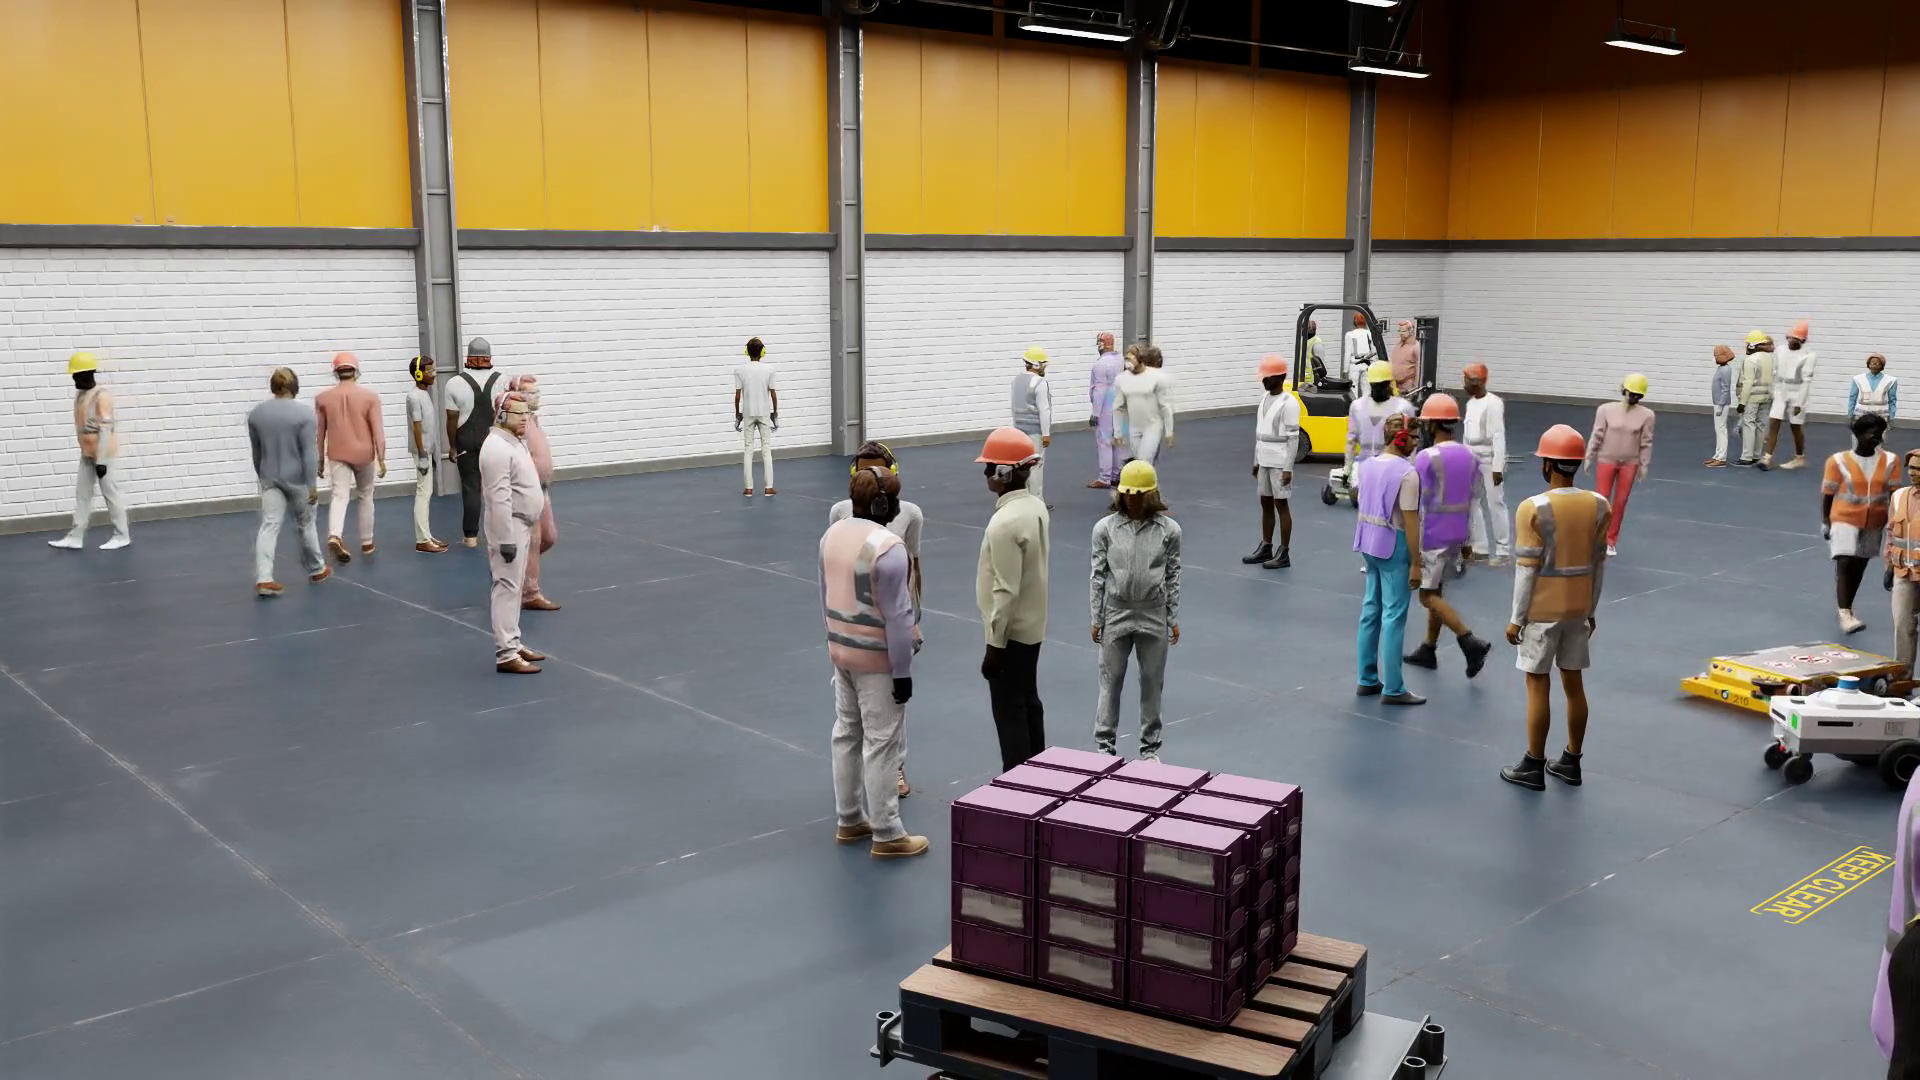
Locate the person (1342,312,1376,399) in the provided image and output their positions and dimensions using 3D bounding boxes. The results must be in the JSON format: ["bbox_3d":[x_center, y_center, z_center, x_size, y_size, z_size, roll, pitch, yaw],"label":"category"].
[{"bbox_3d":[6.659,-2.858,27.774,0.585,1.882,0.337,-3,10,-17],"label":"person"}]

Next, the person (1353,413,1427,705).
[{"bbox_3d":[2.698,0.118,10.489,0.388,1.837,0.563,-4,10,-21],"label":"person"}]

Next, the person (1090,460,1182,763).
[{"bbox_3d":[0.946,0.430,8.950,0.492,1.737,0.324,0,10,0],"label":"person"}]

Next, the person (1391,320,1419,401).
[{"bbox_3d":[6.387,-2.206,23.910,0.409,1.904,0.640,-4,11,-24],"label":"person"}]

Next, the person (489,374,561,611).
[{"bbox_3d":[-3.473,-0.369,13.179,0.515,1.890,0.650,0,10,3],"label":"person"}]

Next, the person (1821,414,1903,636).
[{"bbox_3d":[6.734,-0.112,12.401,0.529,1.644,0.867,1,10,6],"label":"person"}]

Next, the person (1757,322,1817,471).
[{"bbox_3d":[10.751,-1.854,21.647,1.007,1.967,0.690,-5,11,-29],"label":"person"}]

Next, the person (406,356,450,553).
[{"bbox_3d":[-5.090,-0.817,15.866,0.329,1.872,0.508,-2,10,-11],"label":"person"}]

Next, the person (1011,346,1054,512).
[{"bbox_3d":[0.815,-1.225,18.370,0.404,1.828,0.600,-6,12,-33],"label":"person"}]

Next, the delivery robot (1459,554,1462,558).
[{"bbox_3d":[4.081,0.001,14.650,0.707,0.478,0.477,0,10,0],"label":"delivery robot"}]

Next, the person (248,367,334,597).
[{"bbox_3d":[-5.646,-0.492,13.924,0.646,1.892,1.013,1,10,7],"label":"person"}]

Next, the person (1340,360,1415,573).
[{"bbox_3d":[3.715,-0.646,14.764,0.603,1.908,0.460,8,12,38],"label":"person"}]

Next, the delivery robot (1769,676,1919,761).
[{"bbox_3d":[4.761,0.975,8.947,0.707,0.478,0.477,1,10,4],"label":"delivery robot"}]

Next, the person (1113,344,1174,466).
[{"bbox_3d":[1.908,-1.128,17.629,0.648,1.893,0.732,8,13,41],"label":"person"}]

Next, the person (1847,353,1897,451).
[{"bbox_3d":[11.128,-1.461,20.320,0.523,1.636,0.311,5,11,29],"label":"person"}]

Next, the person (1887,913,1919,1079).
[{"bbox_3d":[2.131,1.351,3.259,0.621,1.845,0.429,0,10,2],"label":"person"}]

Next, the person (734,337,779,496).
[{"bbox_3d":[-2.390,-1.444,19.538,0.532,1.871,0.321,-1,10,-4],"label":"person"}]

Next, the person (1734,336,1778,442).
[{"bbox_3d":[12.110,-2.276,25.151,0.643,1.619,0.517,-3,10,-19],"label":"person"}]

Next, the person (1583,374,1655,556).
[{"bbox_3d":[6.167,-0.701,15.575,0.588,1.729,0.414,2,10,12],"label":"person"}]

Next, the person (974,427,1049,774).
[{"bbox_3d":[0.243,0.443,8.130,0.389,1.991,0.622,3,10,18],"label":"person"}]

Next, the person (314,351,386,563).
[{"bbox_3d":[-5.669,-0.770,15.410,0.645,1.948,0.945,-2,10,-11],"label":"person"}]

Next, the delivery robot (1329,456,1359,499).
[{"bbox_3d":[4.509,-0.707,18.796,0.707,0.478,0.477,-8,12,-37],"label":"delivery robot"}]

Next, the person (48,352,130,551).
[{"bbox_3d":[-8.288,-0.825,15.814,0.633,1.913,0.636,7,12,36],"label":"person"}]

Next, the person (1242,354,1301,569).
[{"bbox_3d":[2.821,-0.707,15.028,0.372,1.937,0.542,-4,11,-24],"label":"person"}]

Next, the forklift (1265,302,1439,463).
[{"bbox_3d":[5.320,-2.157,22.763,2.313,2.155,1.214,3,10,16],"label":"forklift"}]

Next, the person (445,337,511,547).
[{"bbox_3d":[-4.654,-0.959,16.202,0.690,2.000,0.538,-4,10,-22],"label":"person"}]

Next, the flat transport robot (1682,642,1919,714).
[{"bbox_3d":[5.408,0.869,10.674,1.431,0.197,0.652,-5,11,-26],"label":"flat transport robot"}]

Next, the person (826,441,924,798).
[{"bbox_3d":[-0.444,0.415,8.654,0.513,1.872,0.328,0,10,0],"label":"person"}]

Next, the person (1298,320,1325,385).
[{"bbox_3d":[5.341,-2.455,25.543,0.429,1.841,0.634,-2,10,-12],"label":"person"}]

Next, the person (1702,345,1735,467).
[{"bbox_3d":[10.178,-1.794,22.278,0.284,1.633,0.499,3,10,18],"label":"person"}]

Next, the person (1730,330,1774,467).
[{"bbox_3d":[10.589,-1.889,22.248,0.588,1.835,0.403,-7,12,-37],"label":"person"}]

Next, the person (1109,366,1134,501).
[{"bbox_3d":[1.910,-1.167,18.470,0.368,1.685,0.538,6,12,34],"label":"person"}]

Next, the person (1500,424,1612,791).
[{"bbox_3d":[3.131,0.359,8.785,0.544,1.939,0.354,-3,10,-18],"label":"person"}]

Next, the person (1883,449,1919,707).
[{"bbox_3d":[6.029,0.229,10.451,0.320,1.628,0.508,-3,10,-19],"label":"person"}]

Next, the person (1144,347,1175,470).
[{"bbox_3d":[2.145,-1.224,18.386,0.500,1.815,0.730,7,12,34],"label":"person"}]

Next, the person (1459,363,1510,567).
[{"bbox_3d":[4.821,-0.677,15.111,0.465,1.854,0.625,-2,10,-13],"label":"person"}]

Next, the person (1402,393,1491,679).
[{"bbox_3d":[3.263,-0.015,11.087,0.547,1.916,0.770,-6,11,-32],"label":"person"}]

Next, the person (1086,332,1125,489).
[{"bbox_3d":[1.767,-1.571,20.197,0.407,1.902,0.639,7,12,35],"label":"person"}]

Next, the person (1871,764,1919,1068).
[{"bbox_3d":[2.301,1.156,3.809,0.379,2.045,0.605,6,11,30],"label":"person"}]

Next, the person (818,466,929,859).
[{"bbox_3d":[-0.407,0.568,7.843,0.430,1.845,0.624,-7,12,-35],"label":"person"}]

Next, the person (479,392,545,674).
[{"bbox_3d":[-3.029,-0.056,11.318,0.400,1.905,0.643,-1,10,-6],"label":"person"}]
